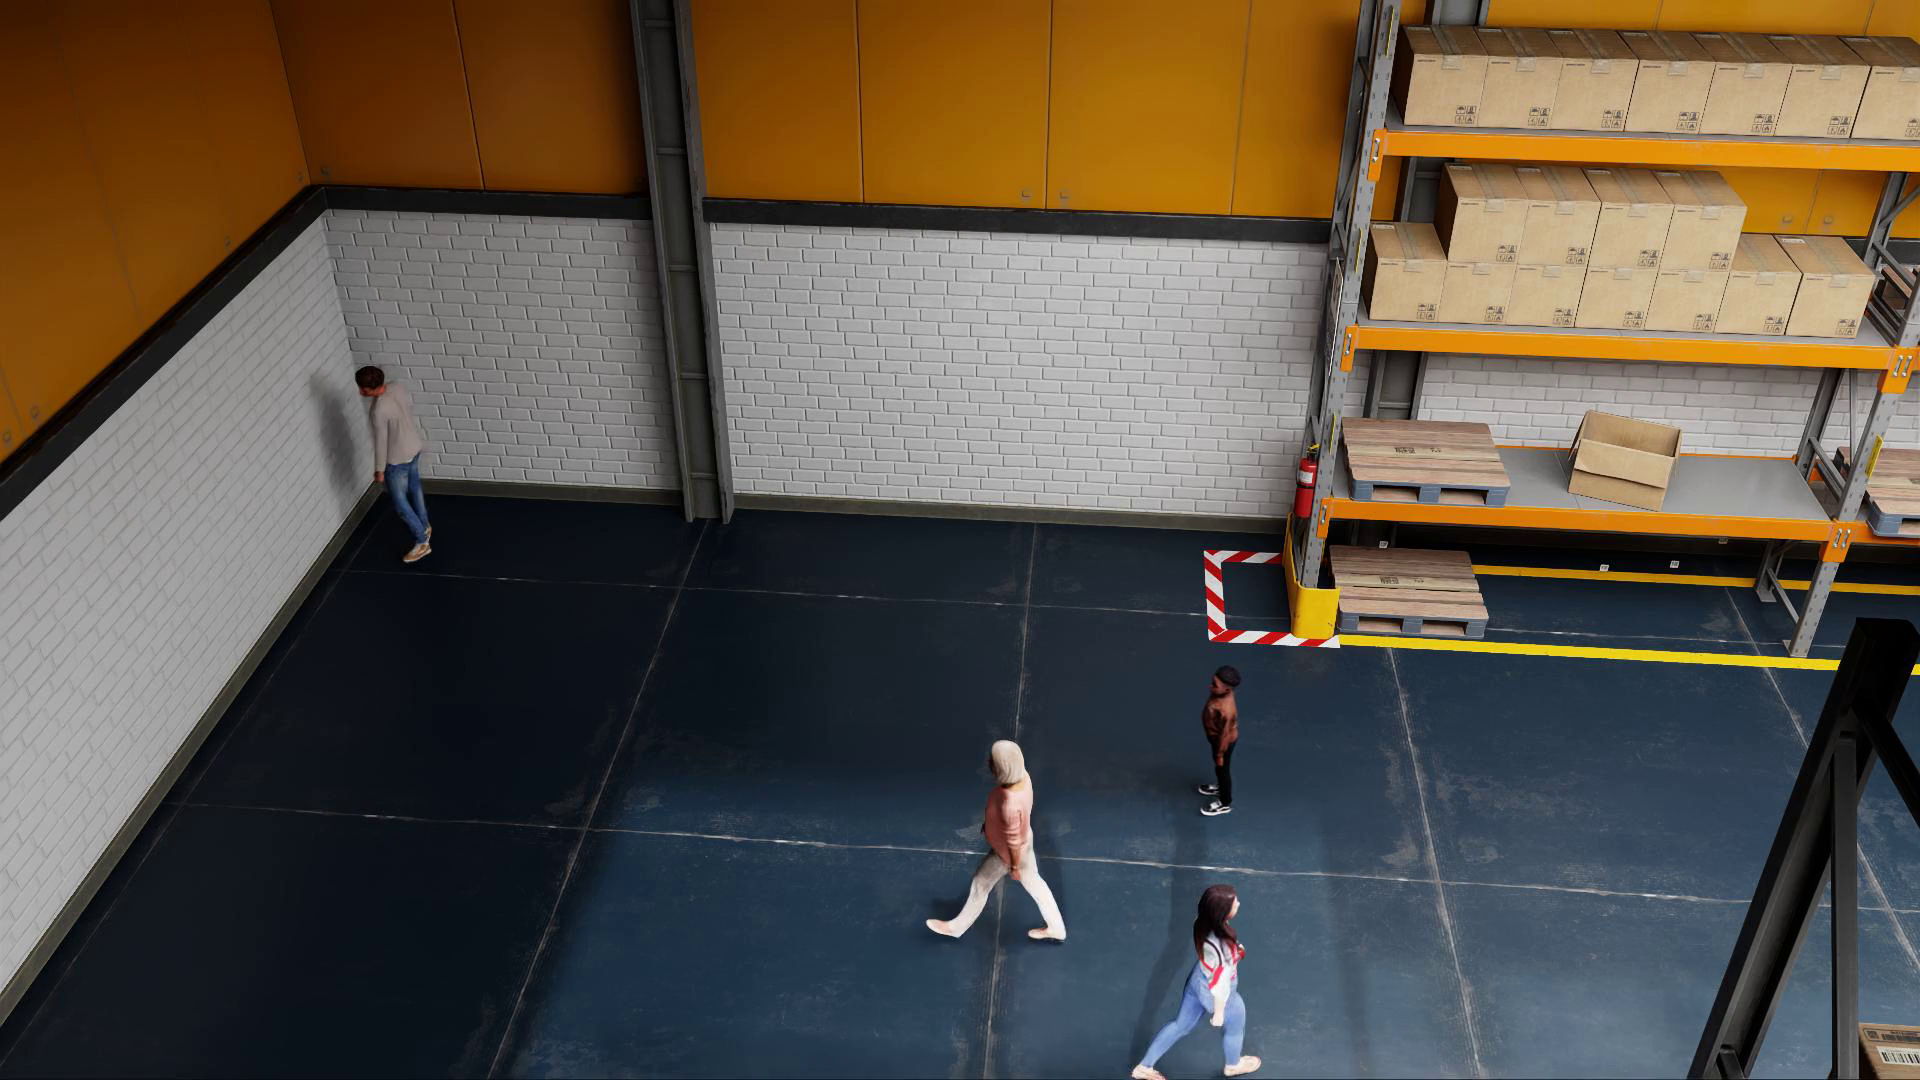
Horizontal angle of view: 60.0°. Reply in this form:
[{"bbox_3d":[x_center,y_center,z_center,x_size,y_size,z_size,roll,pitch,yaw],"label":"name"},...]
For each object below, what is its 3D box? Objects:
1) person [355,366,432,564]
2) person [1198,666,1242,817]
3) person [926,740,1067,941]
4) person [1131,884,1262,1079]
[{"bbox_3d":[-4.839,-0.763,14.458,0.622,1.865,0.866,15,36,21],"label":"person"},{"bbox_3d":[1.858,1.396,11.765,0.484,1.249,0.530,1,34,1],"label":"person"},{"bbox_3d":[0.403,1.954,10.547,1.158,1.669,0.686,6,34,9],"label":"person"},{"bbox_3d":[1.376,2.615,9.632,1.130,1.581,0.856,-9,35,-14],"label":"person"}]
